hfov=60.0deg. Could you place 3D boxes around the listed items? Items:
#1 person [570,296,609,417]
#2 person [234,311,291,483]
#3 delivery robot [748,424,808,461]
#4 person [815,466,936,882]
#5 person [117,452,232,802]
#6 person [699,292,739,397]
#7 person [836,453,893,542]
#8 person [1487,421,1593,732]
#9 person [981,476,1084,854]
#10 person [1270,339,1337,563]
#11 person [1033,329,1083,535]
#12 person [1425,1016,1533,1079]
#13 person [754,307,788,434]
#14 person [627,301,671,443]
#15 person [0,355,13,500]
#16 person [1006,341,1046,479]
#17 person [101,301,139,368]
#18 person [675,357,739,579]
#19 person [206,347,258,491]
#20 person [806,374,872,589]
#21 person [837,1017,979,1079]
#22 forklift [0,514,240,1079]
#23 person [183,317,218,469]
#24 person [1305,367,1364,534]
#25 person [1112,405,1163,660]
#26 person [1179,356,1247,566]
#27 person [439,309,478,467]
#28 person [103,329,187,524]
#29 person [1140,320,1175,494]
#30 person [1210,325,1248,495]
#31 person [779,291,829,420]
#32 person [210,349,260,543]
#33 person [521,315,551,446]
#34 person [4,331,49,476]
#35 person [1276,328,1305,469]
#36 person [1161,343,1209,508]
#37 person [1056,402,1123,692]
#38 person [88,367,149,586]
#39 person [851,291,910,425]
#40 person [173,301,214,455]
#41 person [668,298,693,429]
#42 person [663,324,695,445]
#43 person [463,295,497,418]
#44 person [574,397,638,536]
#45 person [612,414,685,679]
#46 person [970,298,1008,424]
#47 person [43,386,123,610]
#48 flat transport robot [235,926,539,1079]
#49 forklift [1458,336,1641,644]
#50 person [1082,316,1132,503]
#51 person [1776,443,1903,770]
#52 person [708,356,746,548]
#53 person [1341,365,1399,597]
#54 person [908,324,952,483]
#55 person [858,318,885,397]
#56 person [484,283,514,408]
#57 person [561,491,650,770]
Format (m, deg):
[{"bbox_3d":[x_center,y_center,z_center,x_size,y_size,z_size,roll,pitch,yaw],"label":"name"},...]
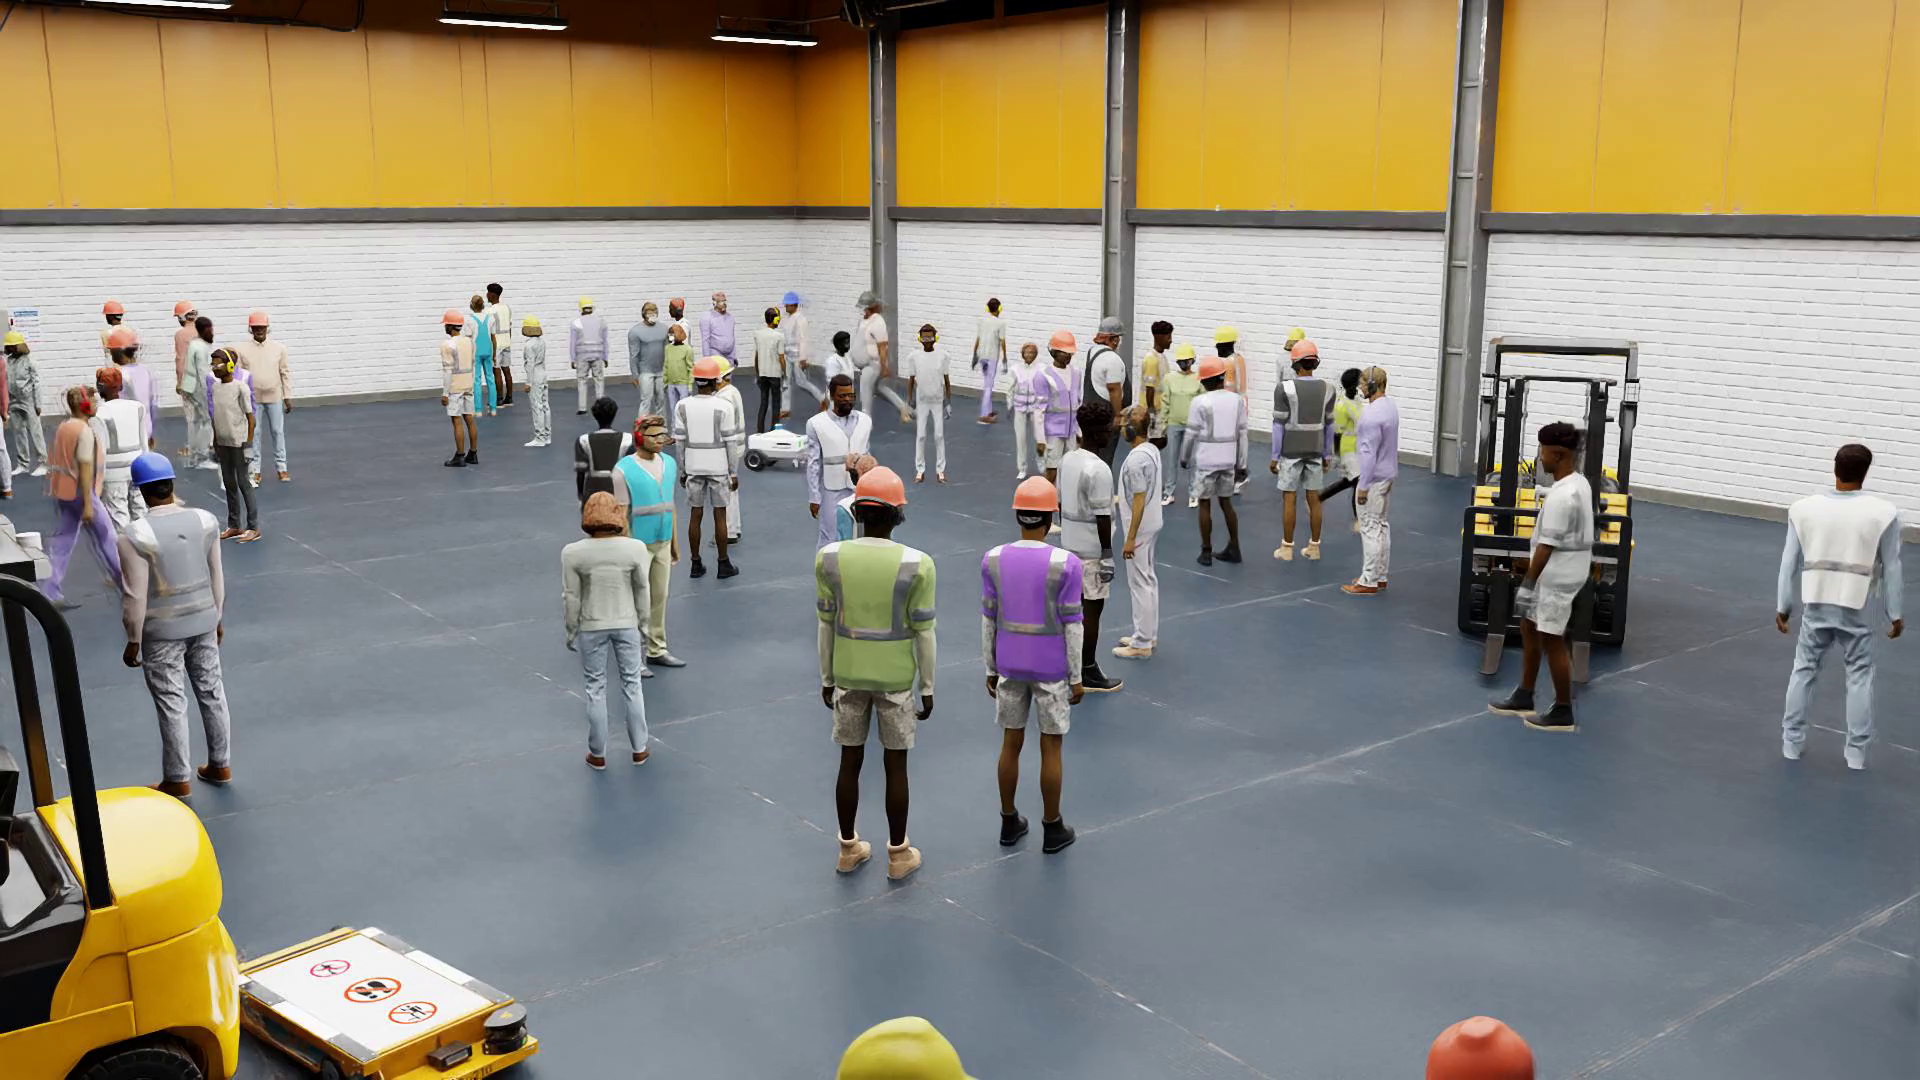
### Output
[{"bbox_3d":[-5.608,-2.775,25.175,0.591,1.822,0.404,-6,13,-27],"label":"person"},{"bbox_3d":[-8.104,-1.659,19.355,0.612,1.997,0.376,-6,13,-25],"label":"person"},{"bbox_3d":[-2.205,-1.167,20.250,0.707,0.478,0.477,3,12,14],"label":"delivery robot"},{"bbox_3d":[-0.400,0.653,8.114,0.601,2.036,0.404,3,12,12],"label":"person"},{"bbox_3d":[-4.334,0.478,9.176,0.401,1.938,0.602,7,13,30],"label":"person"},{"bbox_3d":[-3.545,-2.721,24.701,0.406,1.910,0.639,9,15,38],"label":"person"},{"bbox_3d":[-0.629,0.231,11.093,0.307,1.641,0.513,10,15,39],"label":"person"},{"bbox_3d":[3.619,0.228,10.374,0.616,1.933,0.655,6,13,26],"label":"person"},{"bbox_3d":[0.376,0.634,8.466,0.549,1.926,0.388,5,13,25],"label":"person"},{"bbox_3d":[3.106,-0.806,15.161,0.601,2.036,0.407,-3,12,-16],"label":"person"},{"bbox_3d":[0.996,-1.059,16.385,0.612,2.030,0.403,-10,16,-41],"label":"person"},{"bbox_3d":[0.994,1.792,3.357,0.321,1.720,0.564,-9,14,-36],"label":"person"},{"bbox_3d":[-2.518,-2.172,22.193,0.527,1.856,0.340,6,13,29],"label":"person"},{"bbox_3d":[-4.133,-2.231,22.291,0.639,1.928,0.374,-10,15,-41],"label":"person"},{"bbox_3d":[-10.671,-1.368,18.090,0.378,1.940,0.629,9,15,36],"label":"person"},{"bbox_3d":[0.807,-1.528,19.622,0.540,1.629,0.364,2,12,10],"label":"person"},{"bbox_3d":[-11.205,-2.215,22.188,0.362,1.935,0.551,4,12,18],"label":"person"},{"bbox_3d":[-2.191,-0.623,14.495,0.552,1.937,0.356,2,12,11],"label":"person"},{"bbox_3d":[-8.262,-1.379,18.898,0.513,1.630,0.317,-8,14,-33],"label":"person"},{"bbox_3d":[-0.964,-0.384,13.385,0.598,1.917,0.375,-8,14,-35],"label":"person"},{"bbox_3d":[-0.095,1.772,3.176,0.404,1.837,0.590,1,12,7],"label":"person"},{"bbox_3d":[-3.687,1.115,5.480,2.313,2.155,1.214,-9,15,-36],"label":"forklift"},{"bbox_3d":[-9.280,-1.790,20.292,0.444,1.871,0.745,-6,13,-29],"label":"person"},{"bbox_3d":[3.816,-0.904,16.546,0.792,1.661,0.525,6,13,29],"label":"person"},{"bbox_3d":[1.285,-0.056,11.988,0.336,1.842,0.508,4,12,19],"label":"person"},{"bbox_3d":[2.279,-0.710,14.984,0.584,1.915,0.438,-5,13,-23],"label":"person"},{"bbox_3d":[-6.194,-1.871,20.510,0.351,1.942,0.545,5,13,24],"label":"person"},{"bbox_3d":[-8.127,-1.074,16.482,0.797,2.021,0.612,1,12,4],"label":"person"},{"bbox_3d":[2.170,-1.493,18.666,0.490,1.954,0.630,5,13,22],"label":"person"},{"bbox_3d":[2.981,-1.429,18.462,0.409,1.911,0.653,5,13,24],"label":"person"},{"bbox_3d":[-2.389,-2.757,24.865,0.820,1.923,0.614,-8,14,-35],"label":"person"},{"bbox_3d":[-7.025,-0.908,16.034,0.532,1.870,0.316,6,13,26],"label":"person"},{"bbox_3d":[-5.683,-2.124,22.213,0.298,1.745,0.484,2,12,10],"label":"person"},{"bbox_3d":[-11.174,-1.621,19.816,0.488,1.737,0.323,3,12,13],"label":"person"},{"bbox_3d":[4.056,-1.705,20.221,0.323,1.737,0.488,-10,16,-41],"label":"person"},{"bbox_3d":[2.404,-1.225,17.819,0.526,1.768,0.331,5,13,21],"label":"person"},{"bbox_3d":[0.871,0.041,11.216,0.361,1.964,0.617,-5,13,-23],"label":"person"},{"bbox_3d":[-7.184,-0.541,14.230,0.355,1.883,0.573,4,12,20],"label":"person"},{"bbox_3d":[-1.131,-2.570,23.648,0.912,2.000,0.702,-3,12,-14],"label":"person"},{"bbox_3d":[-9.920,-2.093,21.501,0.411,1.980,0.628,2,12,10],"label":"person"},{"bbox_3d":[-3.981,-2.511,23.762,0.357,1.880,0.576,-3,12,-15],"label":"person"},{"bbox_3d":[-3.754,-2.061,22.175,0.507,1.633,0.276,7,14,30],"label":"person"},{"bbox_3d":[-7.227,-2.765,25.063,0.513,1.845,0.334,-10,15,-40],"label":"person"},{"bbox_3d":[-2.923,-0.362,13.900,0.536,1.656,0.823,-1,12,-5],"label":"person"},{"bbox_3d":[-2.187,0.035,11.563,0.381,1.838,0.565,7,14,32],"label":"person"},{"bbox_3d":[0.466,-2.654,24.603,0.647,1.811,0.916,8,14,34],"label":"person"},{"bbox_3d":[-7.052,-0.340,13.452,0.593,1.802,0.951,10,15,40],"label":"person"},{"bbox_3d":[-2.377,1.850,6.596,1.431,0.197,0.652,10,15,39],"label":"flat transport robot"},{"bbox_3d":[4.683,-0.471,13.136,1.214,2.155,2.313,4,12,20],"label":"forklift"},{"bbox_3d":[1.614,-1.432,18.152,0.537,2.000,0.690,-4,12,-19],"label":"person"},{"bbox_3d":[5.121,0.392,9.691,0.667,1.908,0.467,11,16,43],"label":"person"},{"bbox_3d":[-2.249,-0.845,15.865,0.403,1.817,0.602,0,12,0],"label":"person"},{"bbox_3d":[3.455,-0.492,13.891,0.379,1.931,0.635,6,13,28],"label":"person"},{"bbox_3d":[-0.350,-1.584,19.333,0.510,1.861,0.324,0,12,-1],"label":"person"},{"bbox_3d":[-1.445,-3.158,27.516,0.534,1.616,0.401,-7,13,-29],"label":"person"},{"bbox_3d":[-7.282,-3.062,26.205,0.367,1.966,0.607,4,12,20],"label":"person"},{"bbox_3d":[-2.051,0.526,9.684,0.501,1.633,0.288,-3,12,-16],"label":"person"}]
